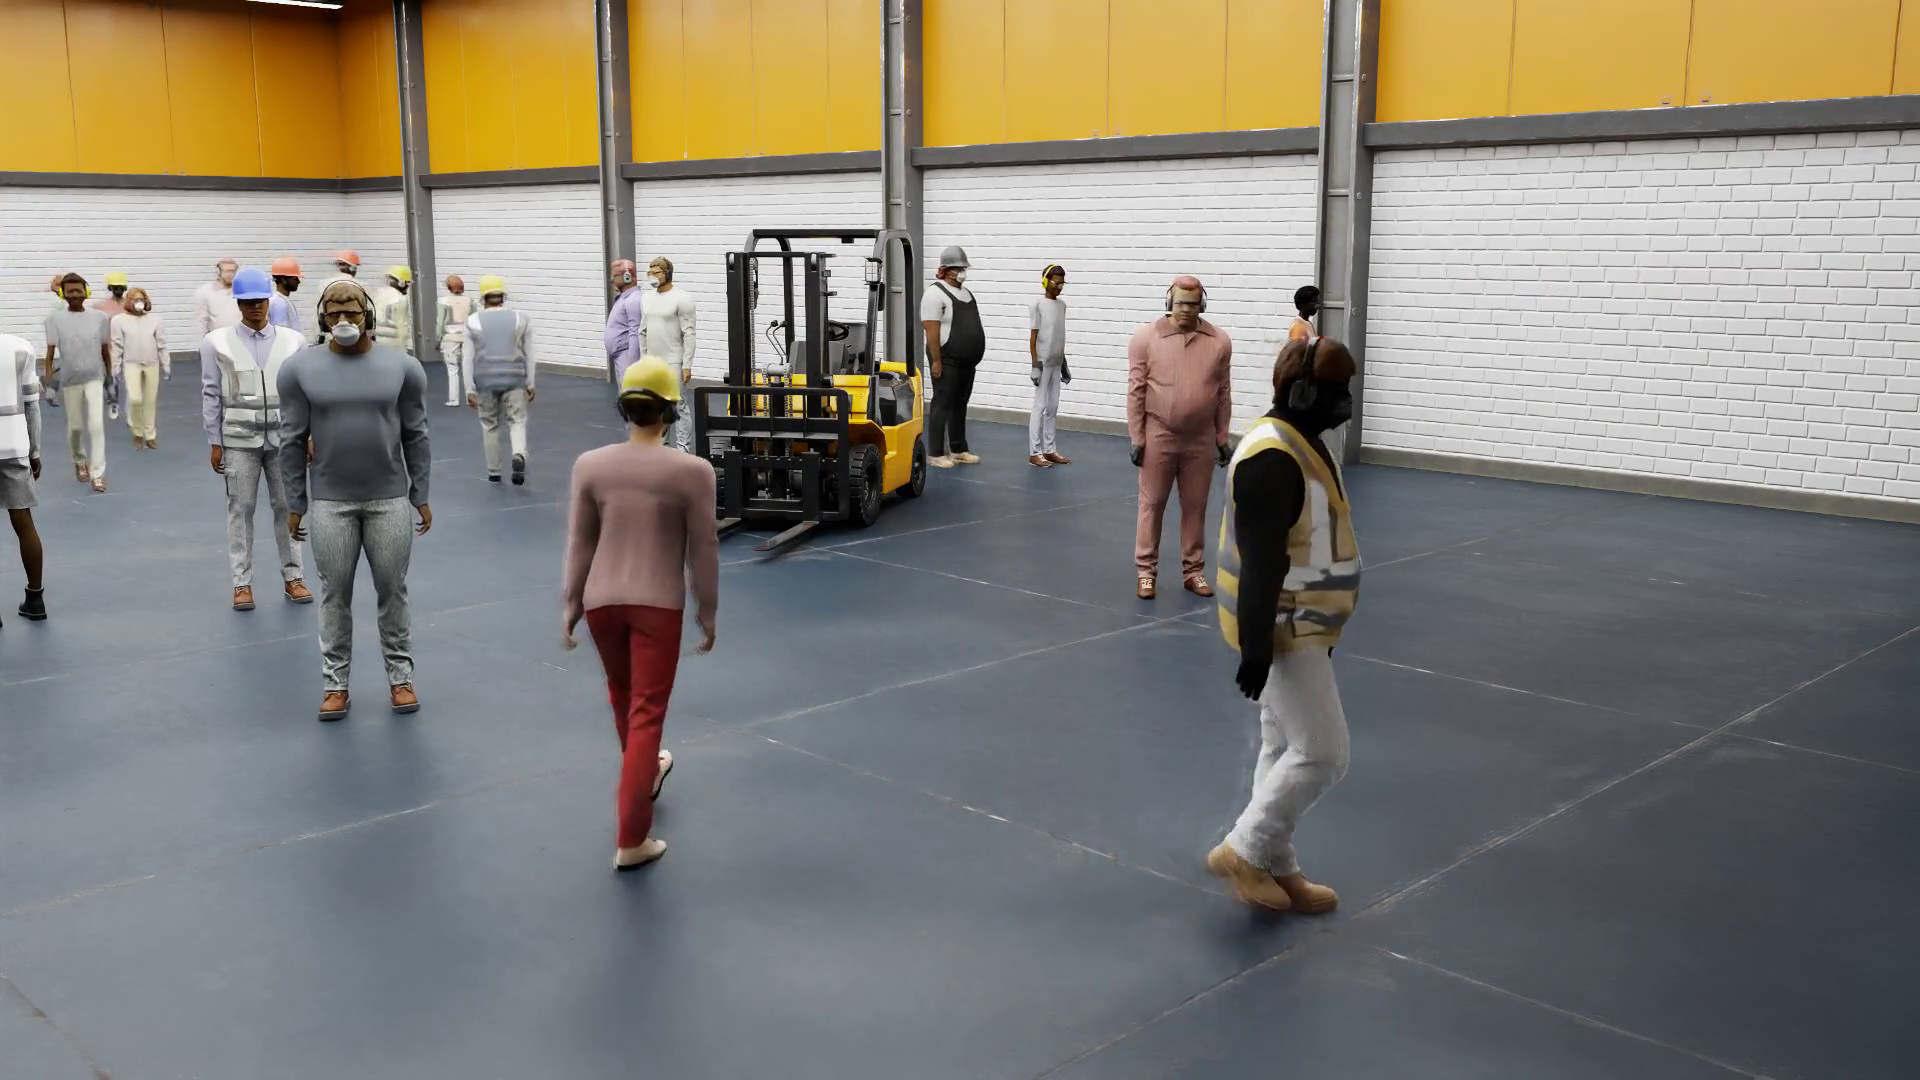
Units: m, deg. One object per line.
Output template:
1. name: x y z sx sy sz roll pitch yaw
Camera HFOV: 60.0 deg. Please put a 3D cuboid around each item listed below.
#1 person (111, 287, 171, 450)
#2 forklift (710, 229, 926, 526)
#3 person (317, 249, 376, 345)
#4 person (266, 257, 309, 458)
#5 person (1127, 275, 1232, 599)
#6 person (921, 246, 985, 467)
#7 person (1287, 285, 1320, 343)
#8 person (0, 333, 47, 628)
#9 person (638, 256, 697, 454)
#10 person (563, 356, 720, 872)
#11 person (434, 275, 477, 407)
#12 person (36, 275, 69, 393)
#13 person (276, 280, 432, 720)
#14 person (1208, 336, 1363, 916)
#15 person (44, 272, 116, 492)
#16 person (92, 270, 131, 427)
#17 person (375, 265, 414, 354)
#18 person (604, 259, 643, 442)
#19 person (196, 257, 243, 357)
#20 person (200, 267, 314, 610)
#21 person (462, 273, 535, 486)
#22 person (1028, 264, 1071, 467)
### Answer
1. person: -8.116 -1.699 16.532 0.522 1.618 0.425 -9 14 -41
2. forklift: -1.050 -1.319 12.920 1.214 2.155 2.313 2 11 13
3. person: -7.229 -2.453 19.751 0.632 1.954 0.859 3 11 18
4. person: -6.309 -1.684 15.652 0.391 1.929 0.540 -3 11 -16
5. person: 1.299 -0.598 9.795 0.638 1.901 0.402 -1 10 -8
6. person: -0.027 -1.696 15.392 0.543 2.000 0.692 6 12 31
7. person: 3.051 -1.425 14.872 0.318 1.691 0.534 3 11 18
8. person: -5.294 -0.486 9.065 0.350 1.942 0.545 8 13 36
9. person: -2.680 -1.602 15.157 0.636 1.938 0.358 7 12 33
10. person: -1.093 0.219 5.873 0.533 1.704 0.929 2 11 11
11. person: -6.247 -2.464 20.697 0.556 1.629 0.349 -9 14 -40
12. person: -11.944 -2.708 22.081 0.640 1.615 0.503 -4 11 -19
13. person: -2.665 -0.175 7.377 0.635 1.938 0.357 -4 11 -20
14. person: 1.028 0.287 5.144 0.452 1.827 0.647 4 11 20
15. person: -7.460 -1.347 14.088 0.525 1.831 0.910 -6 12 -32
16. person: -9.392 -2.145 18.603 0.533 1.748 0.574 -7 13 -34
17. person: -6.652 -2.291 19.324 0.649 1.794 0.677 10 15 44
18. person: -3.121 -1.665 15.593 0.411 1.908 0.643 -4 11 -20
19. person: -8.089 -2.181 18.434 0.667 1.890 0.565 -6 12 -29
20. person: -4.015 -0.581 9.563 0.602 1.949 0.388 -7 12 -33
21. person: -3.876 -1.330 14.001 0.603 1.813 0.687 -4 11 -22
22. person: 0.843 -1.615 15.438 0.328 1.865 0.517 9 14 40
